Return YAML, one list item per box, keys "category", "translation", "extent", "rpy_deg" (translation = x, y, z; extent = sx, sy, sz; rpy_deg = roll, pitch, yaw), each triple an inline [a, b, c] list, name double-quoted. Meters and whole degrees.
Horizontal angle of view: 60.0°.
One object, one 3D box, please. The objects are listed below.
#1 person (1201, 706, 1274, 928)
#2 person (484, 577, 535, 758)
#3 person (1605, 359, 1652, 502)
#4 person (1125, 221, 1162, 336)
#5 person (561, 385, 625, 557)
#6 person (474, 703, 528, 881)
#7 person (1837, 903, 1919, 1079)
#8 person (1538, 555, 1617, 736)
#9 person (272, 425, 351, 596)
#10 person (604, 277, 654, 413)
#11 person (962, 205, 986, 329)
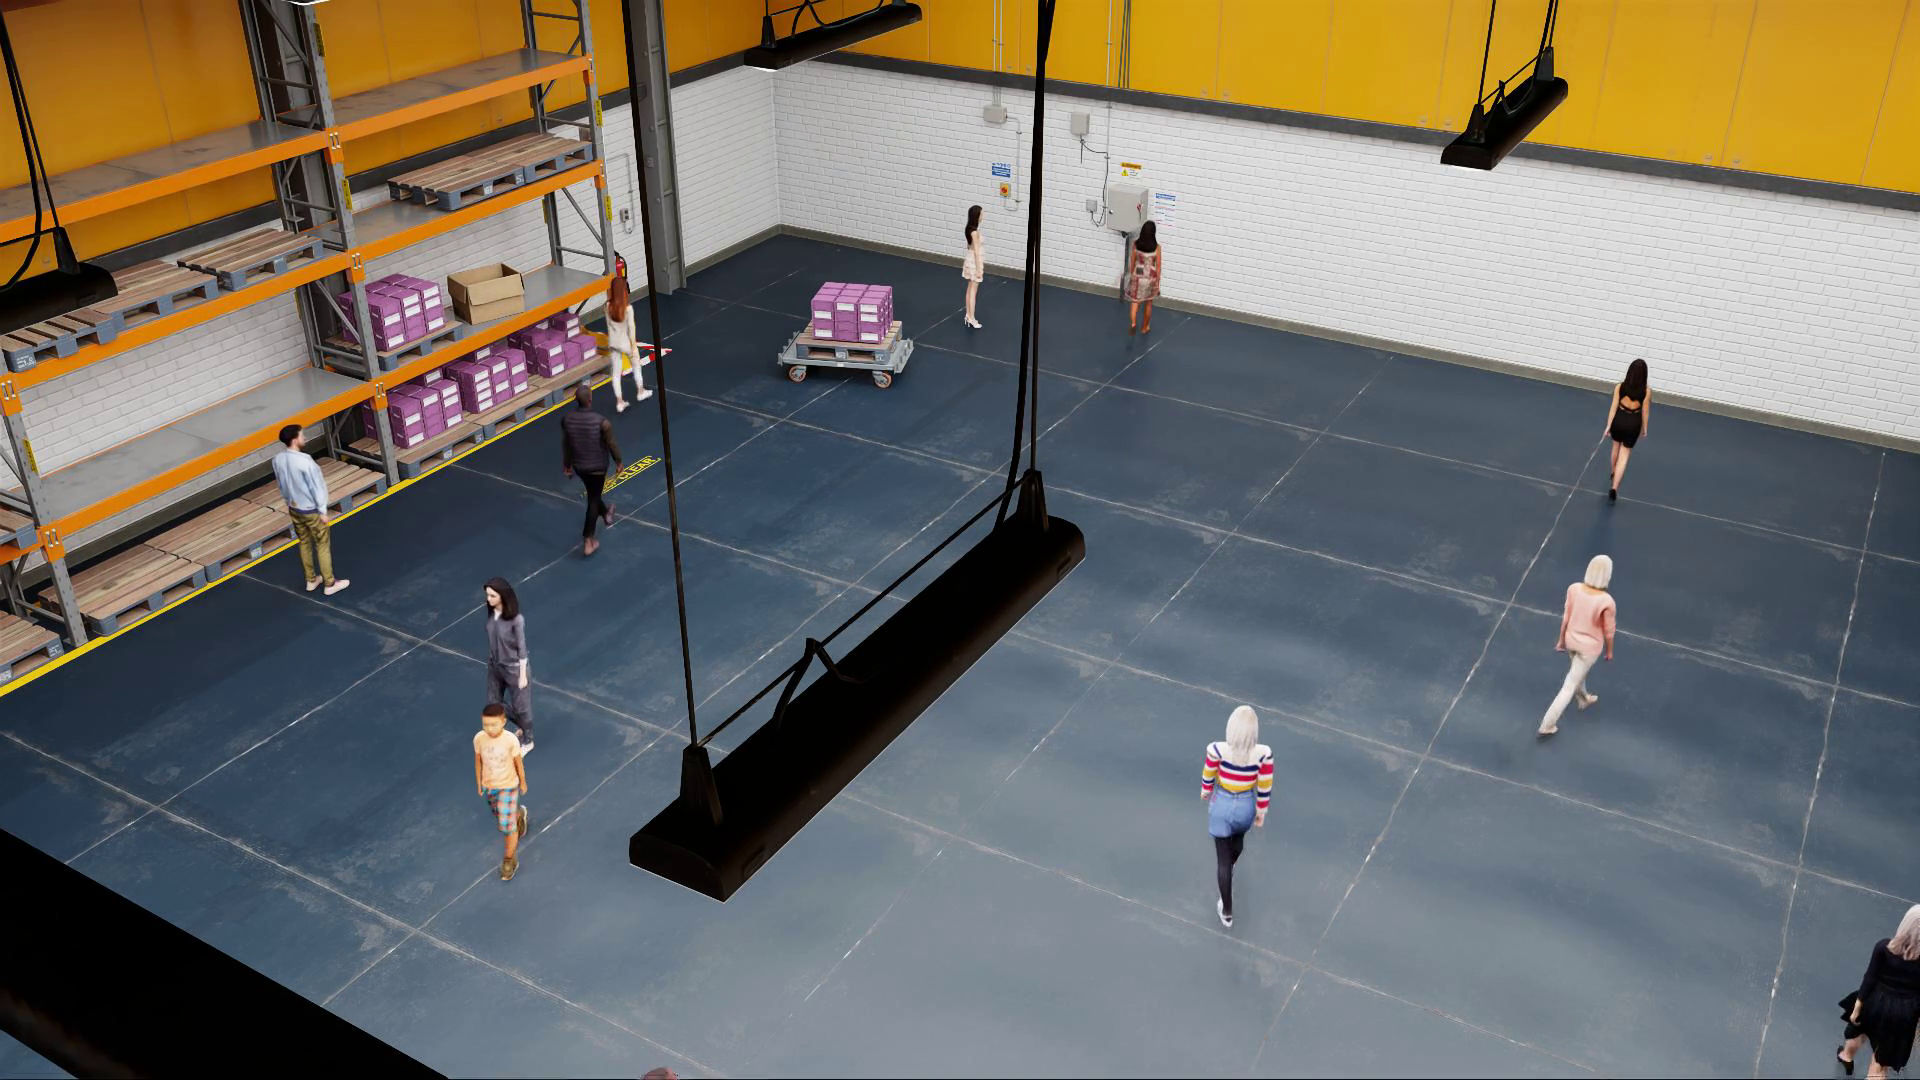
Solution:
- category: "person"
  translation: [2.021, 2.069, 12.317]
  extent: [0.982, 1.764, 1.189]
  rpy_deg: [1, 29, 1]
- category: "person"
  translation: [-3.772, 1.047, 14.201]
  extent: [0.625, 1.754, 0.618]
  rpy_deg: [19, 34, 30]
- category: "person"
  translation: [7.379, -1.185, 18.442]
  extent: [0.575, 1.611, 0.986]
  rpy_deg: [16, 33, 27]
- category: "person"
  translation: [2.496, -3.544, 22.745]
  extent: [0.771, 1.632, 0.962]
  rpy_deg: [9, 30, 15]
- category: "person"
  translation: [-3.889, -0.697, 17.371]
  extent: [0.969, 1.780, 1.266]
  rpy_deg: [6, 29, 11]
- category: "person"
  translation: [-3.572, 1.880, 13.004]
  extent: [0.762, 1.437, 1.016]
  rpy_deg: [4, 29, 6]
- category: "person"
  translation: [5.873, 3.072, 10.525]
  extent: [0.711, 1.720, 1.033]
  rpy_deg: [11, 31, 19]
- category: "person"
  translation: [5.369, 0.955, 14.450]
  extent: [1.242, 1.677, 0.901]
  rpy_deg: [-22, 35, -34]
- category: "person"
  translation: [-6.531, -0.303, 16.619]
  extent: [0.681, 1.809, 0.568]
  rpy_deg: [13, 31, 23]
- category: "person"
  translation: [-4.226, -2.385, 20.562]
  extent: [0.723, 1.686, 0.919]
  rpy_deg: [7, 29, 12]
- category: "person"
  translation: [0.180, -3.803, 23.108]
  extent: [0.723, 1.739, 0.658]
  rpy_deg: [-6, 29, -12]
